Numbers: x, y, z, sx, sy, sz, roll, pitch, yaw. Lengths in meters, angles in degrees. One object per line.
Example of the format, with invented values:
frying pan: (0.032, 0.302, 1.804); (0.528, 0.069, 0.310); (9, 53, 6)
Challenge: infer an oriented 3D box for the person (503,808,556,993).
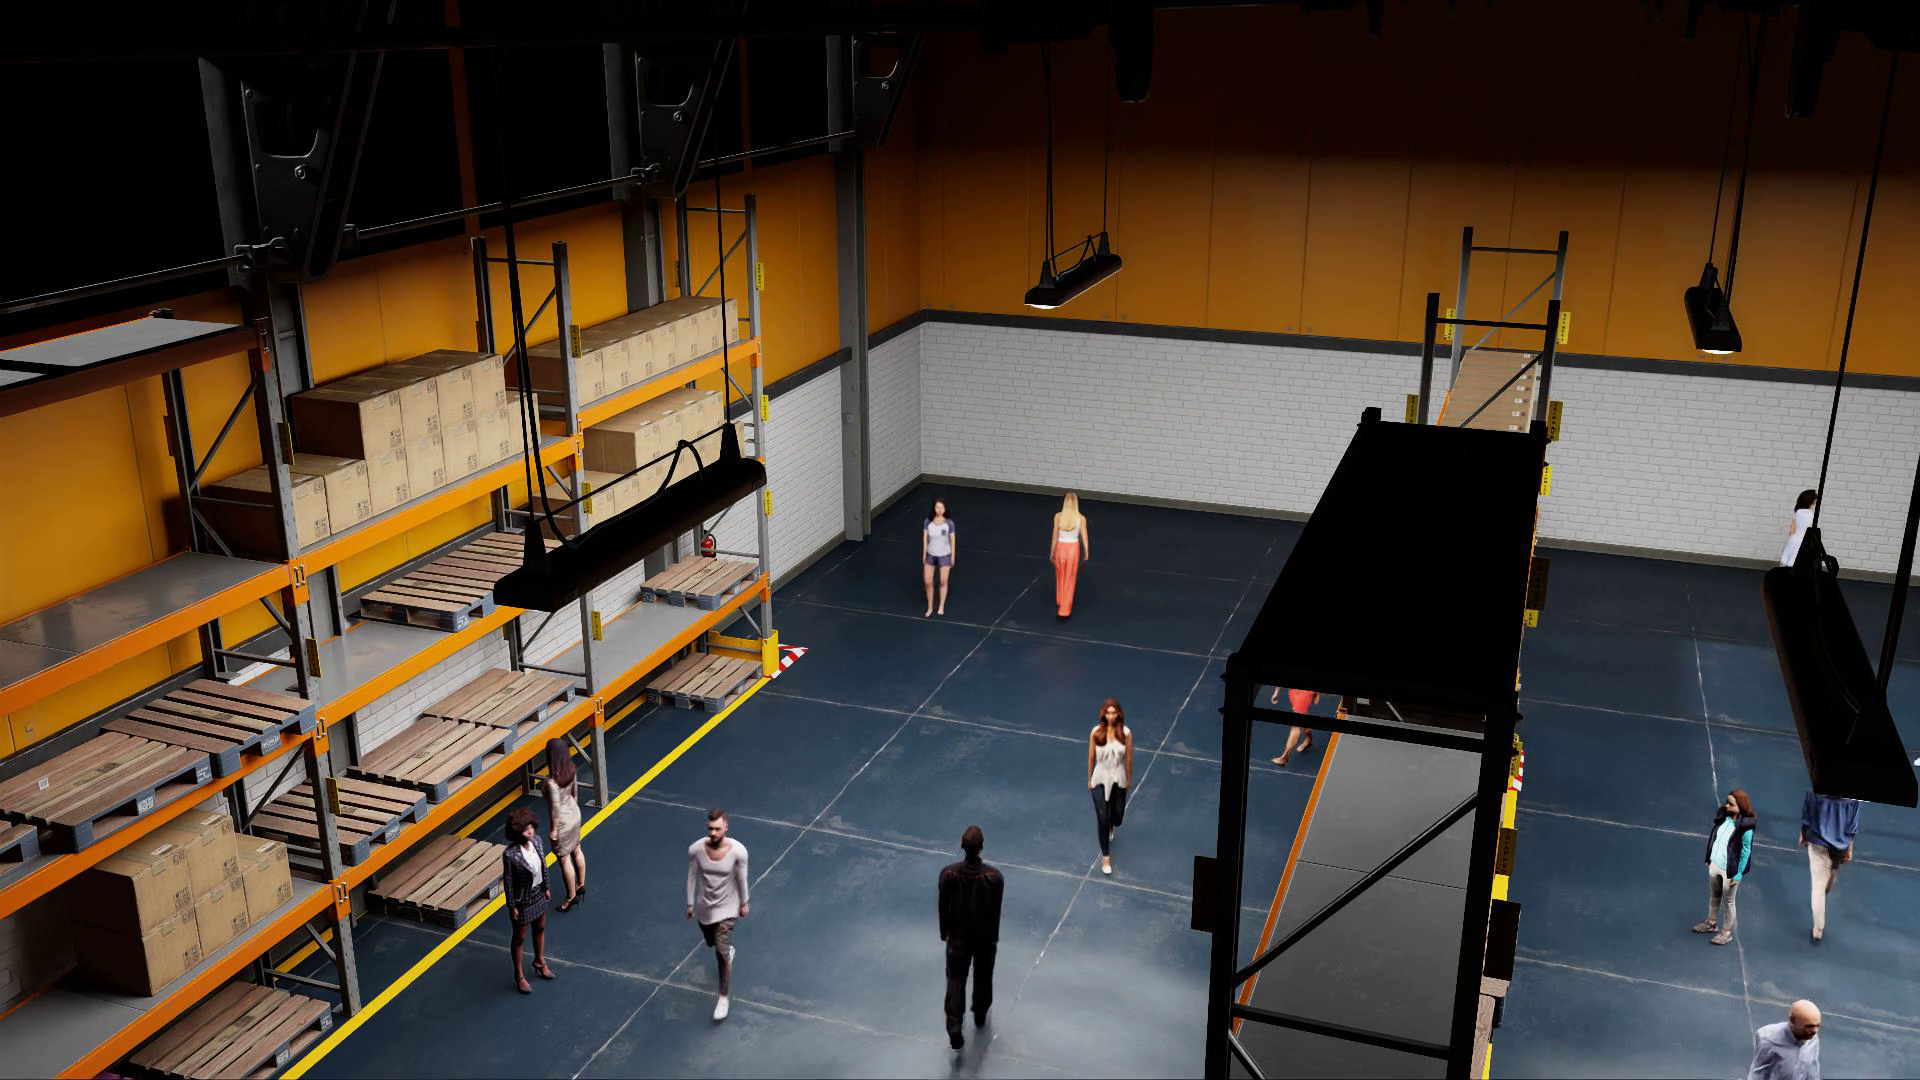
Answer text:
person: (-3.744, 3.093, 14.365); (0.723, 1.697, 0.567); (12, 22, 32)

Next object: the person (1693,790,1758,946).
person: (6.978, 2.945, 15.113); (0.748, 1.501, 0.682); (-7, 20, -19)

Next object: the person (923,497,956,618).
person: (-0.278, 0.194, 22.973); (0.684, 1.699, 0.726); (3, 19, 8)

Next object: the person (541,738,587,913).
person: (-3.706, 2.657, 15.586); (0.655, 1.745, 0.461); (5, 19, 16)

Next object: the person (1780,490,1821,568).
person: (11.543, 0.183, 22.826); (0.919, 1.813, 0.857); (-8, 20, -22)

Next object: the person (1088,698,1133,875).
person: (1.464, 2.370, 16.398); (0.775, 1.771, 0.985); (0, 19, 1)

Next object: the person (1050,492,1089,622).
person: (1.448, 0.250, 22.670); (0.678, 1.785, 0.850); (6, 19, 16)

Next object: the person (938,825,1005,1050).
person: (0.087, 3.254, 13.584); (0.872, 1.891, 1.172); (2, 19, 5)

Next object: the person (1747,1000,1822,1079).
person: (5.691, 3.949, 11.748); (1.078, 1.746, 1.225); (-5, 19, -13)

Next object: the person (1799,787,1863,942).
person: (7.913, 2.855, 15.169); (0.614, 1.636, 1.117); (7, 20, 20)

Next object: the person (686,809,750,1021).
person: (-2.059, 3.087, 14.210); (0.817, 1.809, 1.184); (3, 19, 9)
